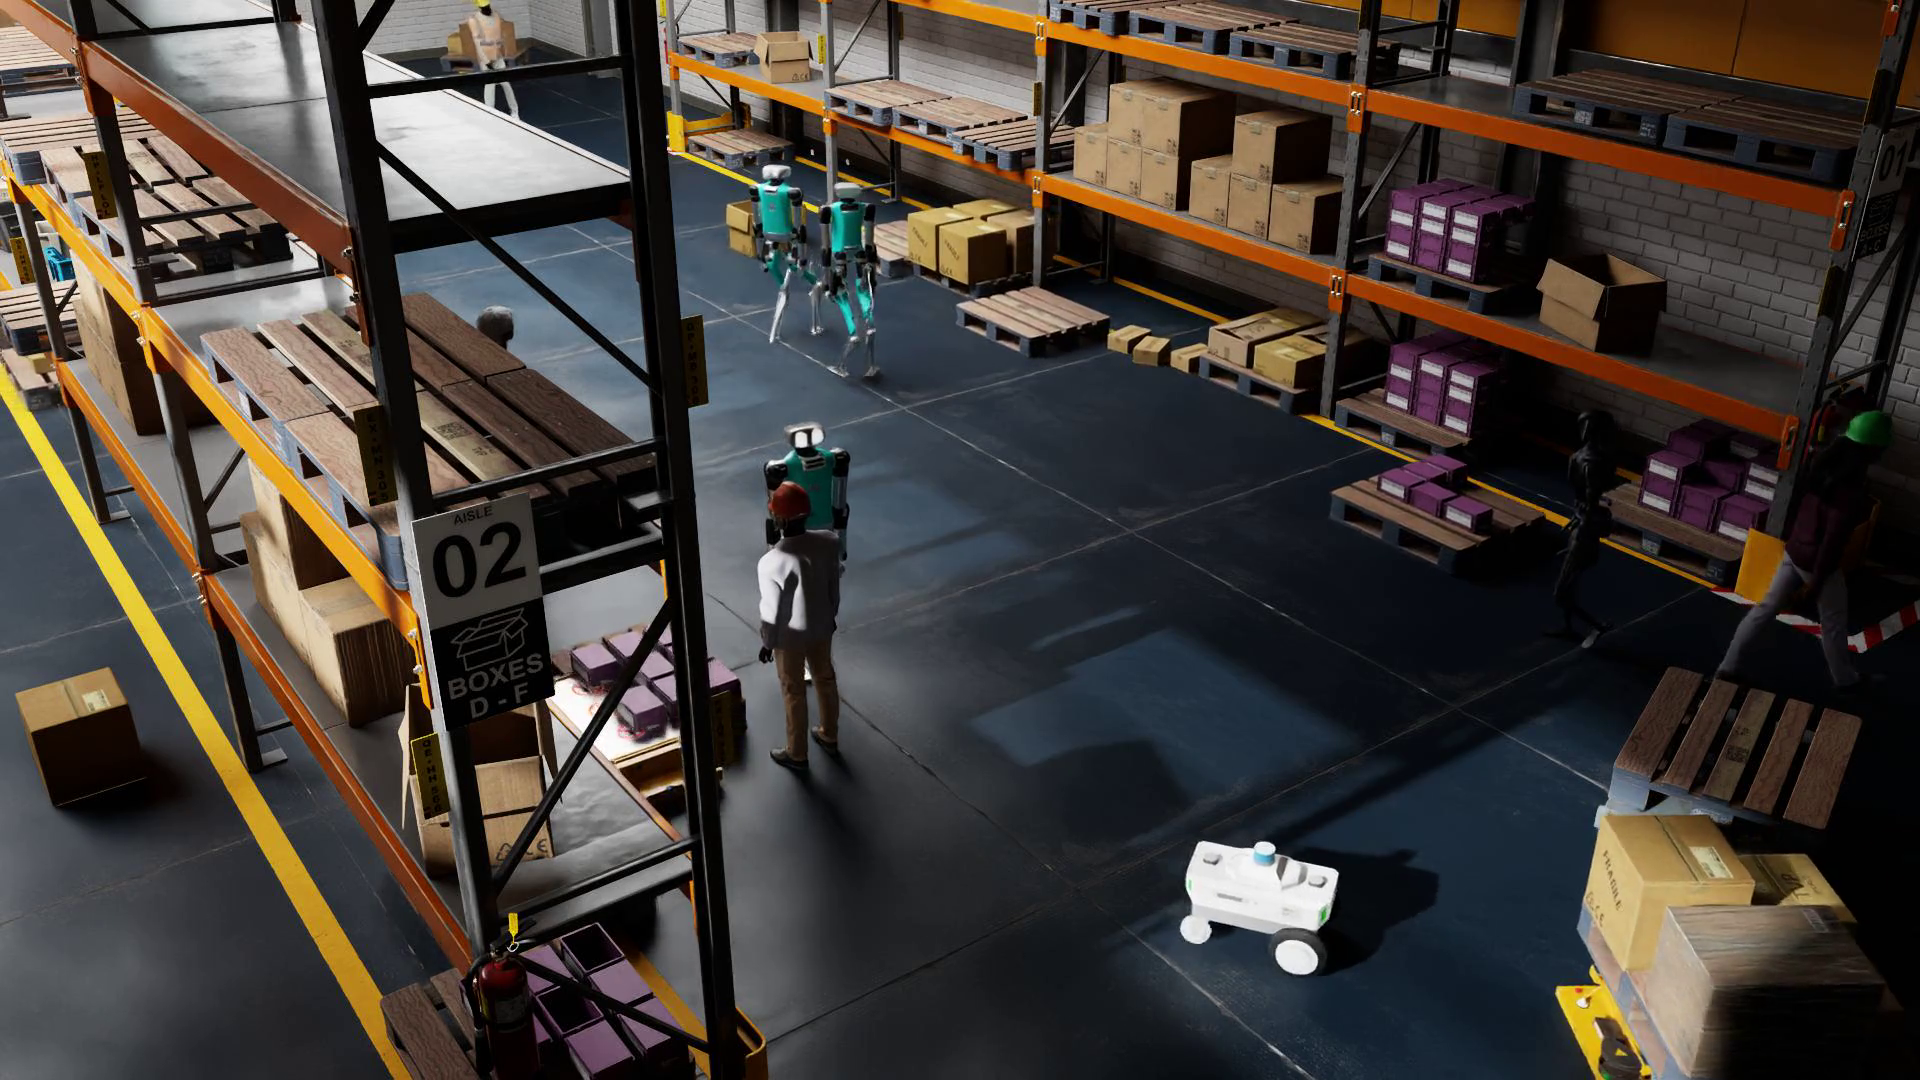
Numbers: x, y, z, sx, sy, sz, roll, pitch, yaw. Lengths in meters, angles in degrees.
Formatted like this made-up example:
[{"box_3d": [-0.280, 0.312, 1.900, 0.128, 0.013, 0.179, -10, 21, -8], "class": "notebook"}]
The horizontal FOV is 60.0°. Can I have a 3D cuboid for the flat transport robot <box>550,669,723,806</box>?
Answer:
[{"box_3d": [-2.022, 1.116, 9.768, 0.659, 0.231, 1.431, -18, 32, -31], "class": "flat transport robot"}]

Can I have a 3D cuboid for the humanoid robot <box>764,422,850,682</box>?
[{"box_3d": [-1.007, 0.055, 10.230, 0.534, 1.788, 0.673, -14, 30, -26], "class": "humanoid robot"}]

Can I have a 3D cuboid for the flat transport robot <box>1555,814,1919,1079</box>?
[{"box_3d": [3.533, 2.229, 7.554, 1.431, 0.231, 0.659, 0, 27, -1], "class": "flat transport robot"}]

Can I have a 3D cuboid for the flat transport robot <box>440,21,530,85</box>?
[{"box_3d": [-7.717, -7.653, 27.209, 0.659, 0.231, 1.431, 0, 27, 1], "class": "flat transport robot"}]

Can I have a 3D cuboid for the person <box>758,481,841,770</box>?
[{"box_3d": [-0.912, 0.478, 9.380, 0.561, 1.752, 0.324, -24, 35, -39], "class": "person"}]

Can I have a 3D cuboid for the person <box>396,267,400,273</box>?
[{"box_3d": [-6.255, -3.568, 17.578, 0.521, 1.615, 0.525, -21, 34, -36], "class": "person"}]

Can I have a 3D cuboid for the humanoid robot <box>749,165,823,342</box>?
[{"box_3d": [-1.601, -2.755, 15.879, 0.530, 1.795, 0.815, 9, 28, 18], "class": "humanoid robot"}]

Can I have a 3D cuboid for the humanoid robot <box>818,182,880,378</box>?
[{"box_3d": [-0.903, -2.247, 14.811, 0.557, 1.734, 0.825, -12, 29, -23], "class": "humanoid robot"}]

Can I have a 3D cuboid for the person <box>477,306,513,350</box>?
[{"box_3d": [-3.161, -0.763, 11.749, 0.511, 1.845, 0.337, 23, 35, 38], "class": "person"}]

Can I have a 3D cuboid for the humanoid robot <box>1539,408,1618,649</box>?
[{"box_3d": [4.003, -0.064, 10.541, 0.410, 1.640, 0.611, 8, 28, 16], "class": "humanoid robot"}]

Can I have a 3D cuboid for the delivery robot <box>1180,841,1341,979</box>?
[{"box_3d": [1.473, 1.750, 8.178, 0.765, 0.585, 0.499, 9, 28, 18], "class": "delivery robot"}]

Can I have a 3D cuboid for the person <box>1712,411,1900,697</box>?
[{"box_3d": [5.188, 0.101, 9.987, 1.021, 1.887, 0.491, -1, 27, -2], "class": "person"}]

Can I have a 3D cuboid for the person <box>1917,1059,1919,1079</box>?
[{"box_3d": [4.349, 1.743, 6.805, 0.770, 1.809, 0.642, -2, 27, -4], "class": "person"}]

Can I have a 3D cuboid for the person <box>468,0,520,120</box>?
[{"box_3d": [-6.765, -7.000, 24.108, 0.437, 1.901, 0.586, 23, 35, 38], "class": "person"}]
